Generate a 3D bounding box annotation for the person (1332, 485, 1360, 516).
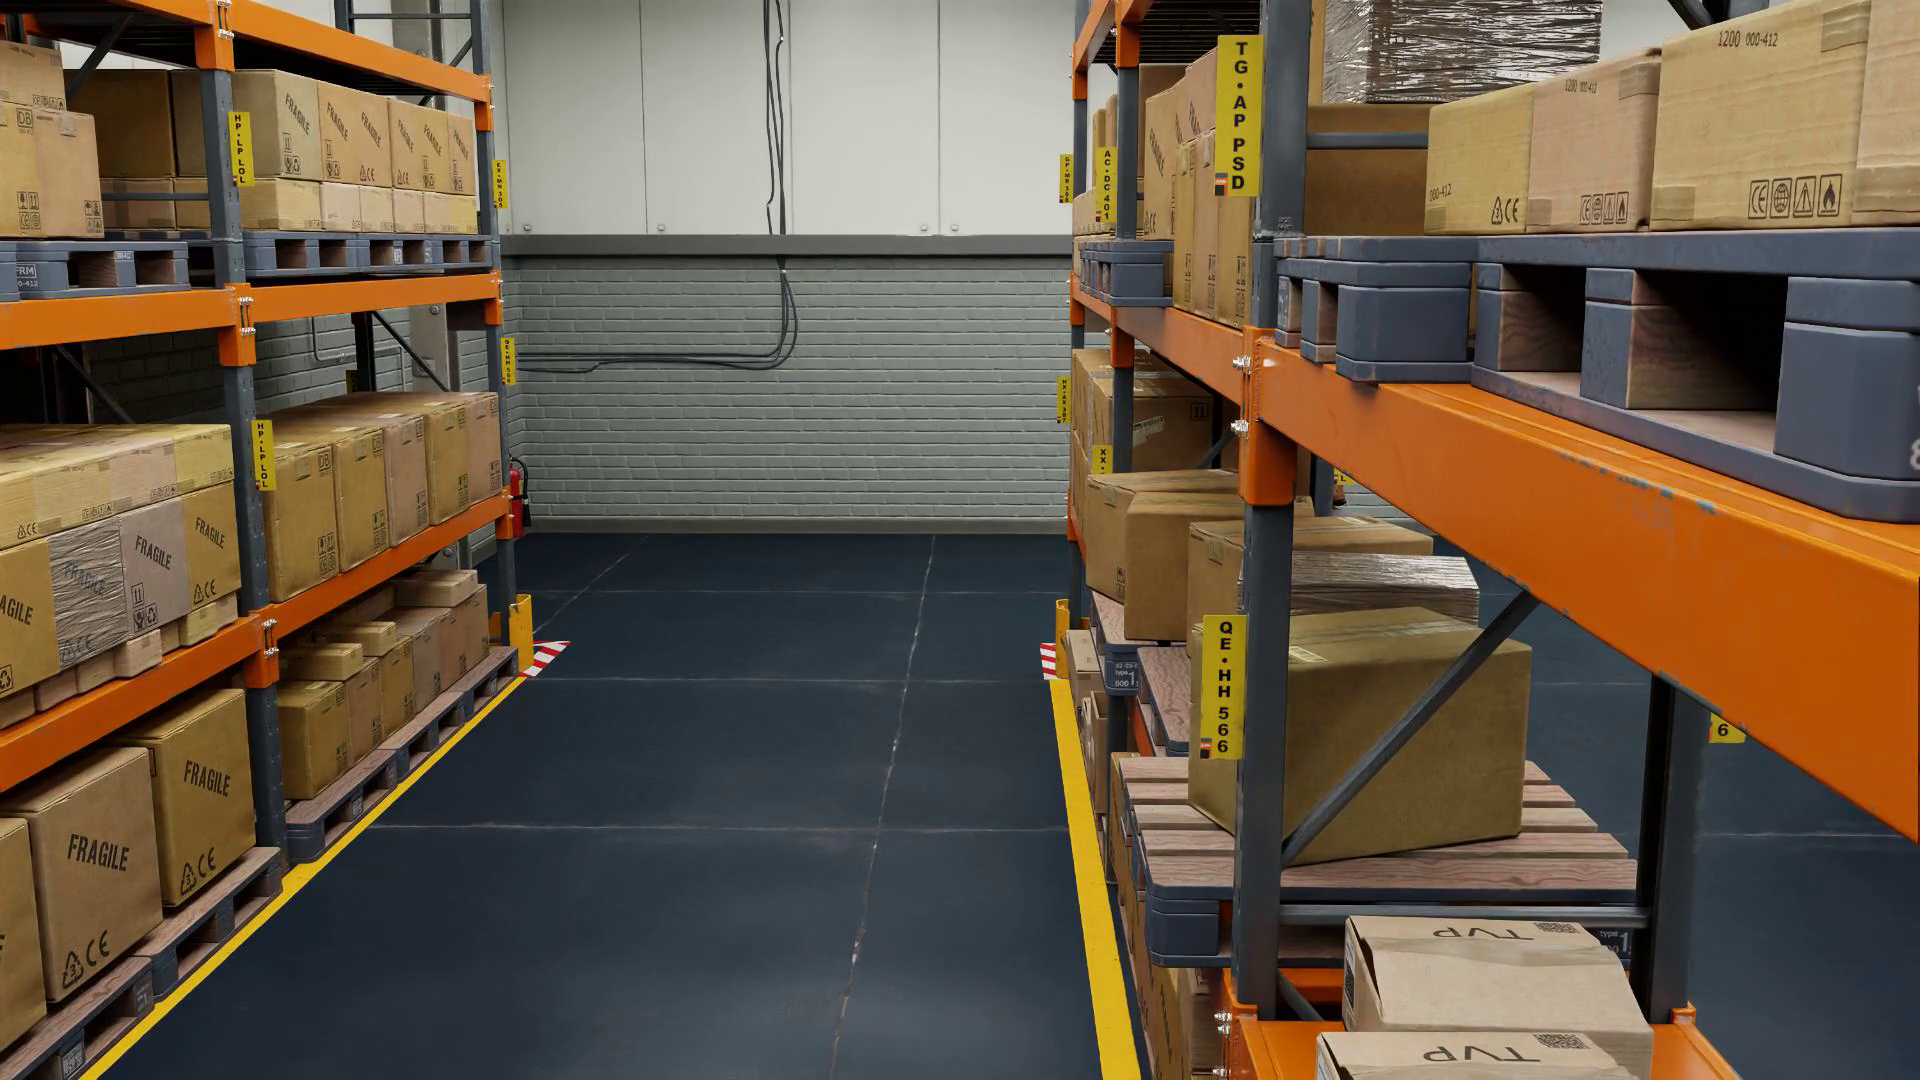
[{"bbox_3d":[2.316,0.348,10.605,0.509,1.632,0.268,-1,10,-4],"label":"person"}]
